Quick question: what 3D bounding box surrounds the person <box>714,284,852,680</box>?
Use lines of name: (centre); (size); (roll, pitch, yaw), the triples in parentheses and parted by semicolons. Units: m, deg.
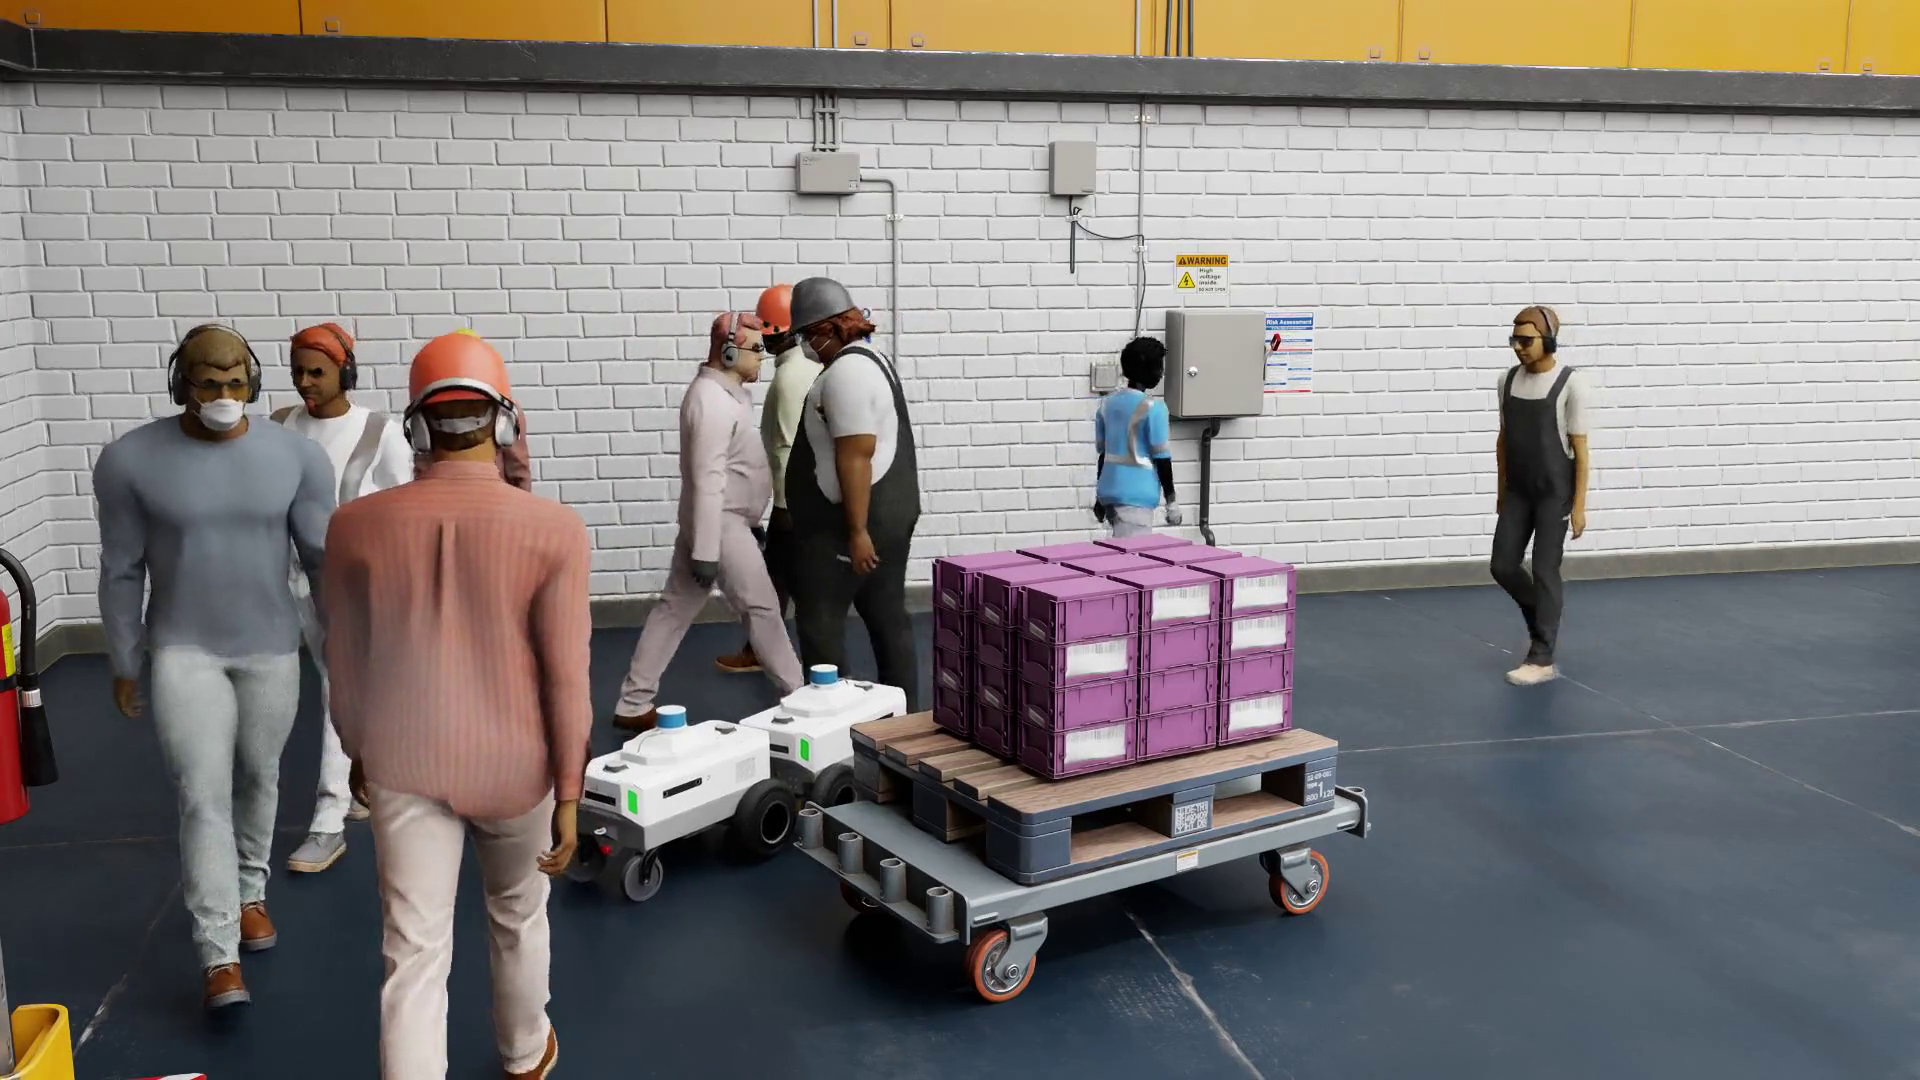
person: (-0.832, -0.235, 7.849); (0.746, 1.937, 0.680); (1, 10, 4)

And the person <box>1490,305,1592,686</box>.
person: (2.810, -0.218, 8.018); (0.492, 1.828, 0.534); (-7, 13, -35)

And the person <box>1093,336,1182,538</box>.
person: (0.811, -0.217, 8.496); (0.854, 1.655, 0.525); (-5, 11, -25)

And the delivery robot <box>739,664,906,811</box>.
delivery robot: (-0.500, 0.706, 6.180); (0.477, 0.478, 0.707); (6, 12, 30)

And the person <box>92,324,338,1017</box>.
person: (-2.041, 0.348, 4.693); (0.649, 1.889, 0.973); (-6, 12, -29)

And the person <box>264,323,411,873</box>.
person: (-2.238, 0.167, 5.880); (0.624, 1.855, 0.846); (3, 11, 18)

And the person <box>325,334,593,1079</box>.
person: (-1.120, 0.519, 3.703); (0.621, 1.935, 1.064); (-1, 10, -6)

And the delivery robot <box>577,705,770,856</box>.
delivery robot: (-0.973, 0.805, 5.631); (0.477, 0.478, 0.707); (7, 12, 35)

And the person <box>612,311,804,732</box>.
person: (-1.012, -0.052, 7.087); (1.061, 1.836, 0.660); (-3, 11, -14)

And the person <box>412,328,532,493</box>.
person: (-2.183, -0.075, 7.465); (0.543, 1.745, 0.424); (1, 10, 3)

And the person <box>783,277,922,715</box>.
person: (-0.478, -0.103, 6.800); (0.743, 2.000, 0.743); (2, 10, 13)
